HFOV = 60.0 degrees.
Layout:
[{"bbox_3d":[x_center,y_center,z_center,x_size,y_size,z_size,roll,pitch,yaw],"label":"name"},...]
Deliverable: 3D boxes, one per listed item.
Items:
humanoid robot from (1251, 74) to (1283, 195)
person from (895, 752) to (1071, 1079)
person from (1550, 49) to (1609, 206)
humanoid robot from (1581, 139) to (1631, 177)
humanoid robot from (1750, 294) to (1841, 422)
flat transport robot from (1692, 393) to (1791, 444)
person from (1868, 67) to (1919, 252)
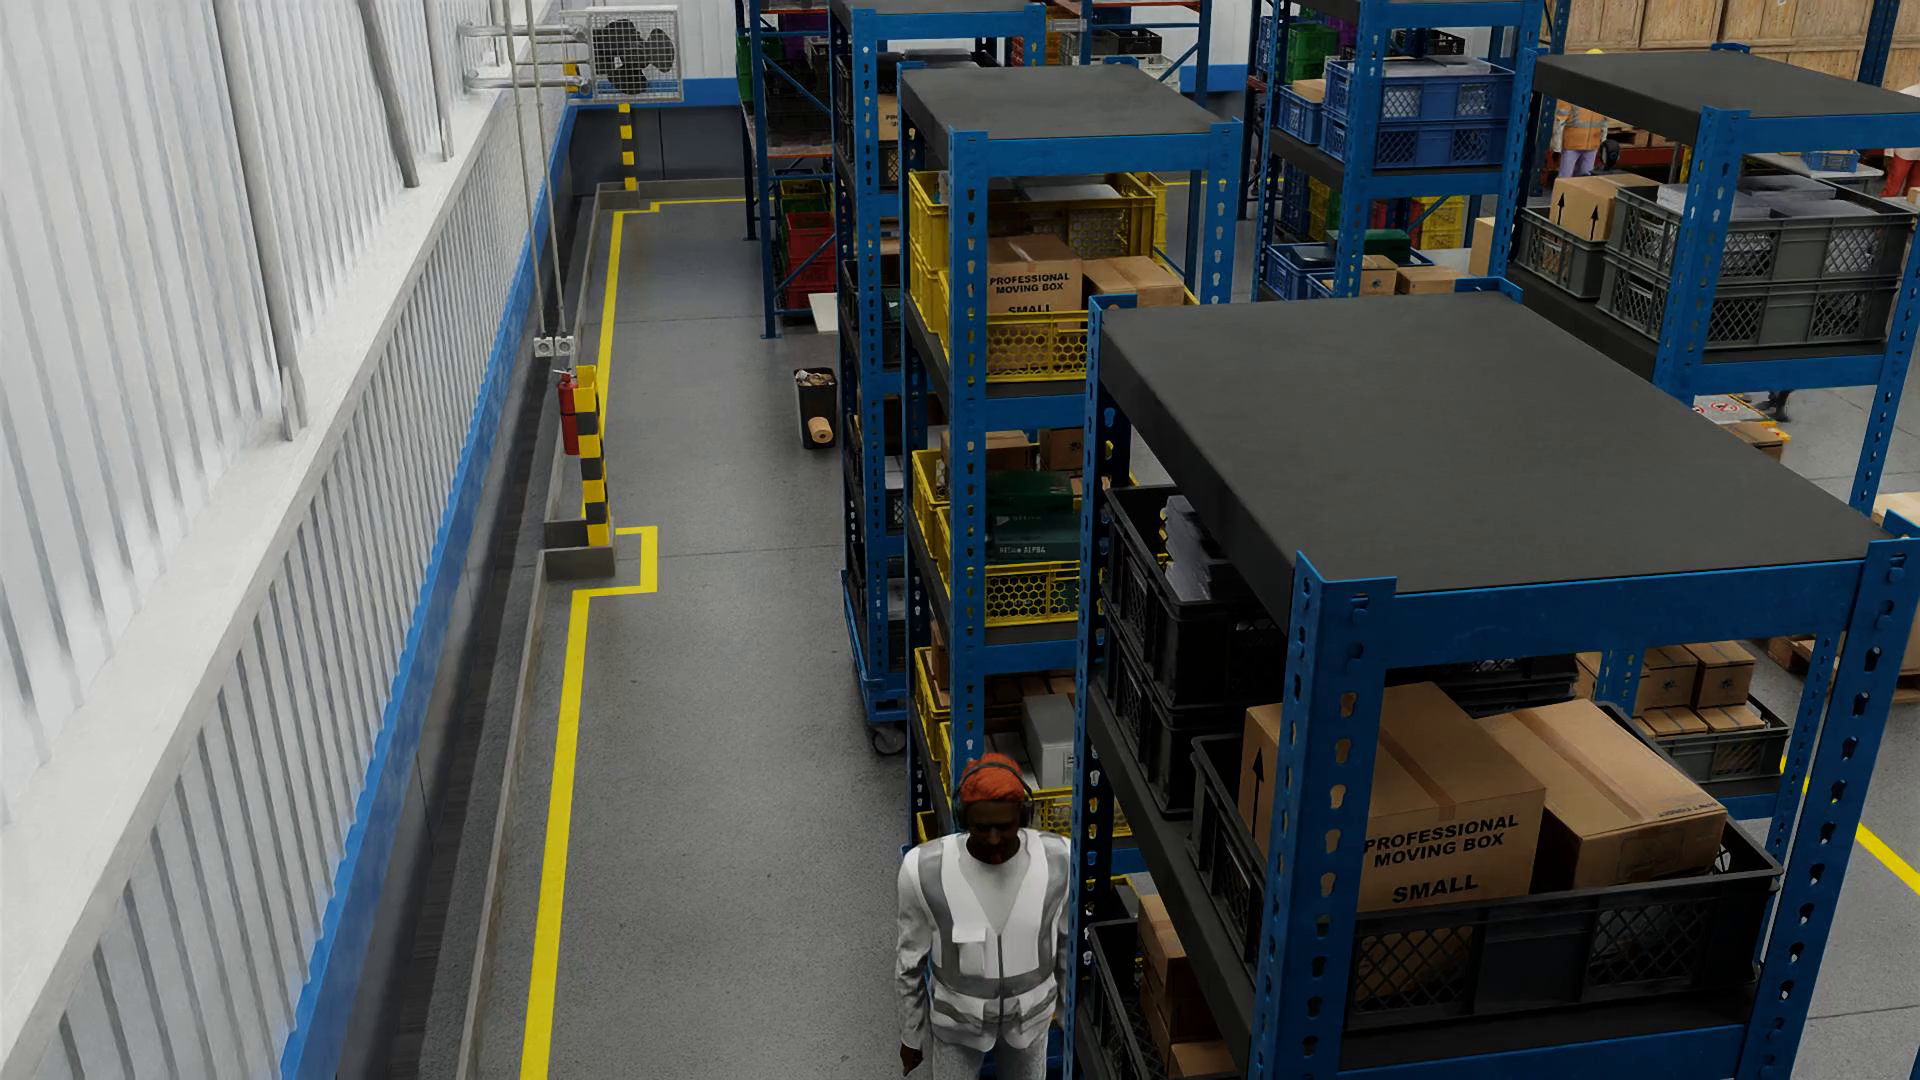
[{"bbox_3d":[3.588,-4.779,18.985,0.614,1.657,0.313,-4,25,-8],"label":"humanoid robot"},{"bbox_3d":[0.095,1.483,5.143,0.585,1.881,0.342,-4,25,-8],"label":"person"},{"bbox_3d":[6.432,-4.095,17.216,0.593,1.925,0.372,-4,25,-8],"label":"person"},{"bbox_3d":[5.447,-2.592,14.231,0.614,1.657,0.313,-4,25,-8],"label":"humanoid robot"},{"bbox_3d":[6.170,-1.650,12.223,0.392,1.631,0.608,-7,26,-15],"label":"humanoid robot"},{"bbox_3d":[5.224,-0.859,12.132,1.431,0.197,0.652,-4,25,-8],"label":"flat transport robot"},{"bbox_3d":[9.549,-3.871,16.650,0.623,1.992,0.387,-4,25,-8],"label":"person"}]
